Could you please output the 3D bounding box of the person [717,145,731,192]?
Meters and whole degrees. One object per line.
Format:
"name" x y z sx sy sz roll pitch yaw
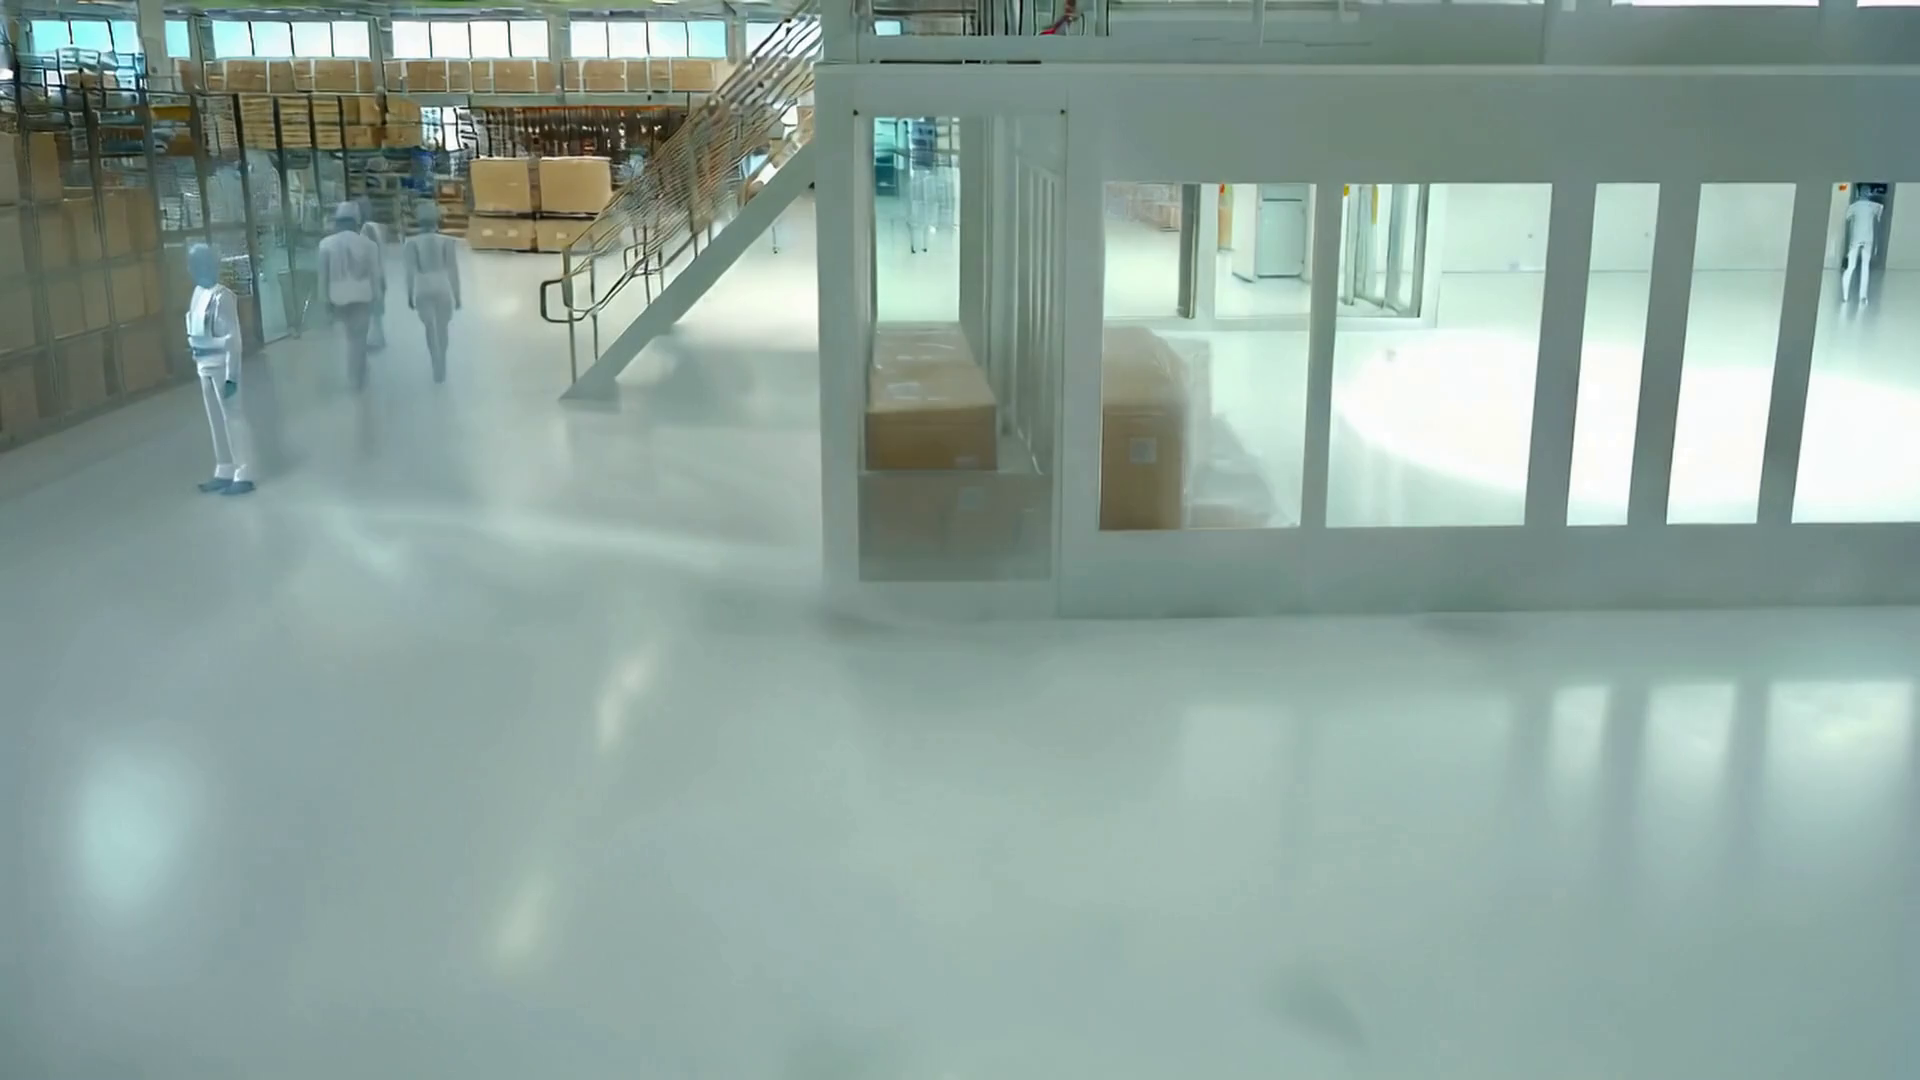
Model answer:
"person" -8.257 -12.894 58.584 0.392 2.035 0.605 13 19 43

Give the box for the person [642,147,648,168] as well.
"person" -13.867 -16.459 73.469 0.899 1.719 0.539 -1 14 -3

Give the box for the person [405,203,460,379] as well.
"person" -5.773 -2.731 18.240 0.553 1.907 0.932 -6 15 -21

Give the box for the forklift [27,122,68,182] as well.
"forklift" -35.376 -14.773 64.377 1.129 2.768 1.873 -1 14 -2

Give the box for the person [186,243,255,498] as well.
"person" -5.536 -1.258 12.383 0.575 1.885 0.355 12 19 40

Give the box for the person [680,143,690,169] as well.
"person" -13.860 -19.217 84.279 0.593 1.826 0.403 -5 15 -18

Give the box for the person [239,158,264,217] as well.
"person" -17.346 -8.421 40.972 0.566 1.899 0.896 10 17 35

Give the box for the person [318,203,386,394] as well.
"person" -6.307 -2.504 17.267 0.629 1.940 1.036 -2 14 -6

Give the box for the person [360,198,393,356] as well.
"person" -7.100 -3.191 20.156 0.425 1.863 0.683 -3 14 -12

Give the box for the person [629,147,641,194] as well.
"person" -12.170 -13.746 62.312 0.401 1.886 0.658 3 14 11

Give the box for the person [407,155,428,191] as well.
"person" -16.592 -10.856 50.873 0.606 1.816 0.431 -1 14 -4

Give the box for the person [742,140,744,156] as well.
"person" -11.263 -20.240 88.103 0.555 1.962 0.683 10 17 34
